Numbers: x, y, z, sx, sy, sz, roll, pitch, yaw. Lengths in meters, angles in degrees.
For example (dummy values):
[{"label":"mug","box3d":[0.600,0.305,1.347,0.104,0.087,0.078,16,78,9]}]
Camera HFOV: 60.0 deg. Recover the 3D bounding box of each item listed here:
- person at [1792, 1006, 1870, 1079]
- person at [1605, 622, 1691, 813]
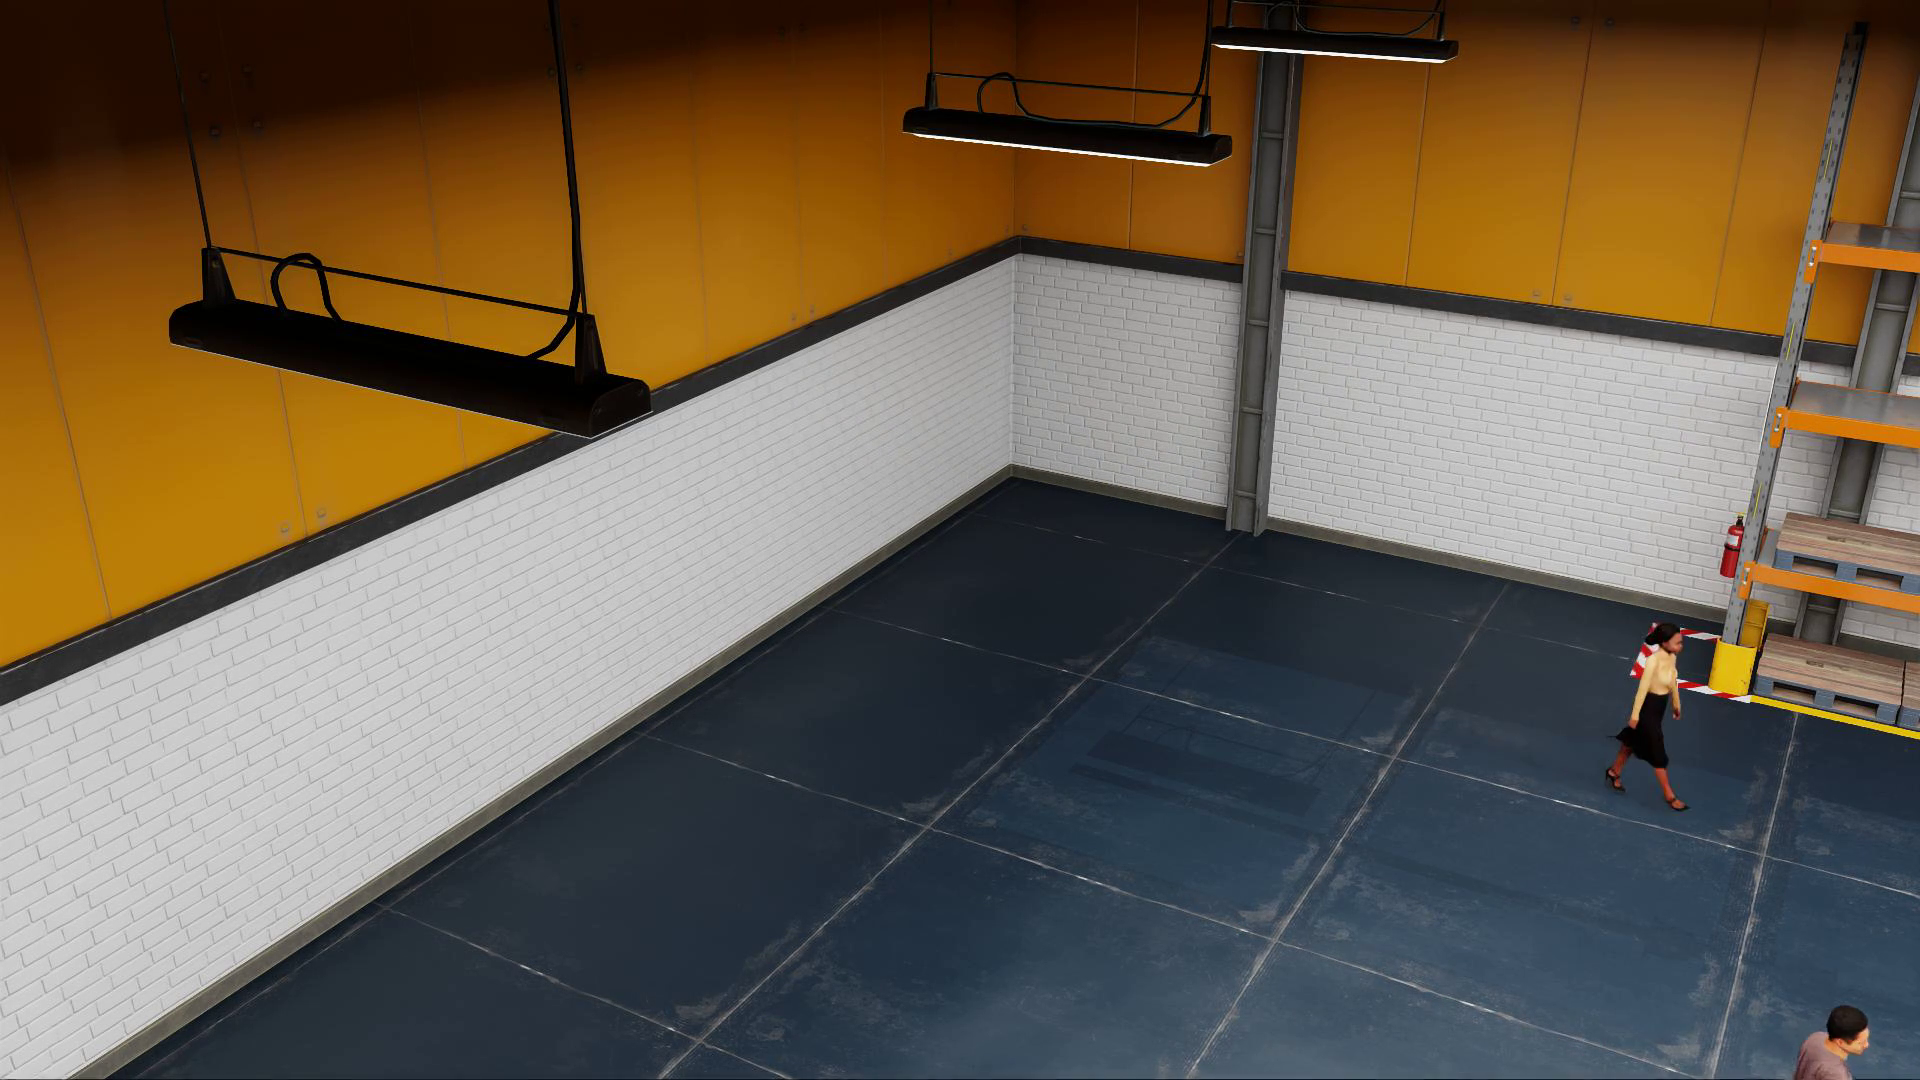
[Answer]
[{"label":"person","box3d":[4.656,3.315,9.270,0.790,1.762,0.744,-1,24,-3]},{"label":"person","box3d":[5.643,1.420,13.779,0.770,1.624,1.037,-22,32,-40]}]
